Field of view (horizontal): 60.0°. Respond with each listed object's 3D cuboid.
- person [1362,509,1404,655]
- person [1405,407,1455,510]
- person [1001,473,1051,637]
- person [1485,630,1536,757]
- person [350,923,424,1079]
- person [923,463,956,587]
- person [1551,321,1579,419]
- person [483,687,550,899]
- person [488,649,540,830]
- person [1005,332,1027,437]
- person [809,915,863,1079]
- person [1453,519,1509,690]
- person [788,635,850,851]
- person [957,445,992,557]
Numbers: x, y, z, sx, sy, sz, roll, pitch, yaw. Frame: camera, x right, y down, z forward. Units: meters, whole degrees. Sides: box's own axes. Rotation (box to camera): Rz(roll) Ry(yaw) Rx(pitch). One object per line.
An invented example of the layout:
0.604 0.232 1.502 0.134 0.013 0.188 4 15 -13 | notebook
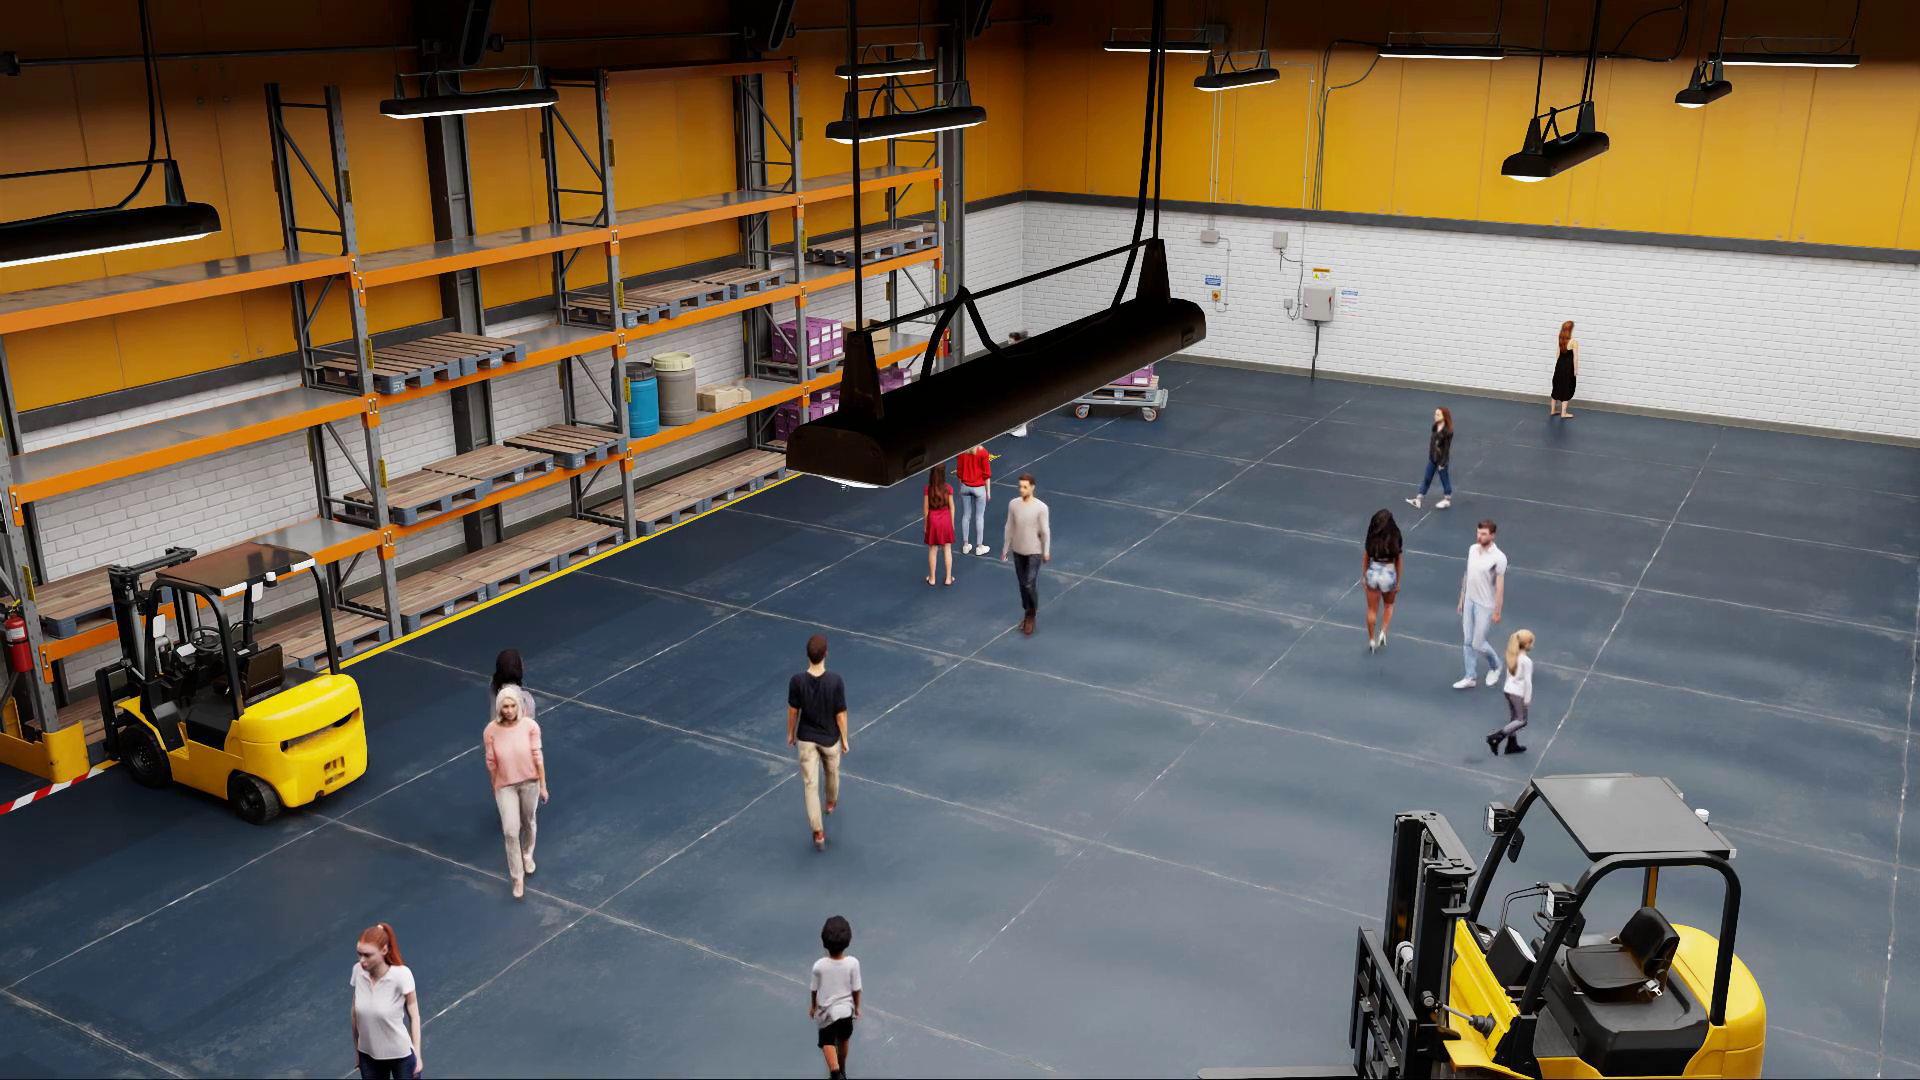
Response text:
4.550 0.484 17.998 0.633 1.610 0.680 6 20 17 | person
6.692 -1.116 23.003 1.026 1.449 0.900 -8 20 -23 | person
0.794 0.117 18.713 0.642 1.850 0.689 11 21 28 | person
5.180 1.456 15.654 0.806 1.265 0.747 -5 19 -13 | person
-3.439 3.094 10.049 0.640 1.738 0.628 4 19 11 | person
-0.255 -0.211 20.153 0.668 1.553 0.728 0 19 -1 | person
10.175 -2.883 27.973 0.718 1.626 0.681 -10 21 -28 | person
-3.591 1.953 13.503 0.959 1.696 0.995 -7 20 -20 | person
-3.946 1.732 14.330 0.782 1.587 0.755 -14 23 -36 | person
0.953 -2.493 26.624 0.841 1.747 0.798 -8 20 -24 | person
-0.808 3.070 10.886 0.760 1.248 0.806 -6 19 -16 | person
5.418 0.658 17.122 0.911 1.840 0.842 -9 21 -26 | person
-1.186 1.728 13.966 1.044 1.827 1.170 -2 19 -6 | person
0.172 -0.646 21.206 0.639 1.704 0.536 8 20 22 | person
